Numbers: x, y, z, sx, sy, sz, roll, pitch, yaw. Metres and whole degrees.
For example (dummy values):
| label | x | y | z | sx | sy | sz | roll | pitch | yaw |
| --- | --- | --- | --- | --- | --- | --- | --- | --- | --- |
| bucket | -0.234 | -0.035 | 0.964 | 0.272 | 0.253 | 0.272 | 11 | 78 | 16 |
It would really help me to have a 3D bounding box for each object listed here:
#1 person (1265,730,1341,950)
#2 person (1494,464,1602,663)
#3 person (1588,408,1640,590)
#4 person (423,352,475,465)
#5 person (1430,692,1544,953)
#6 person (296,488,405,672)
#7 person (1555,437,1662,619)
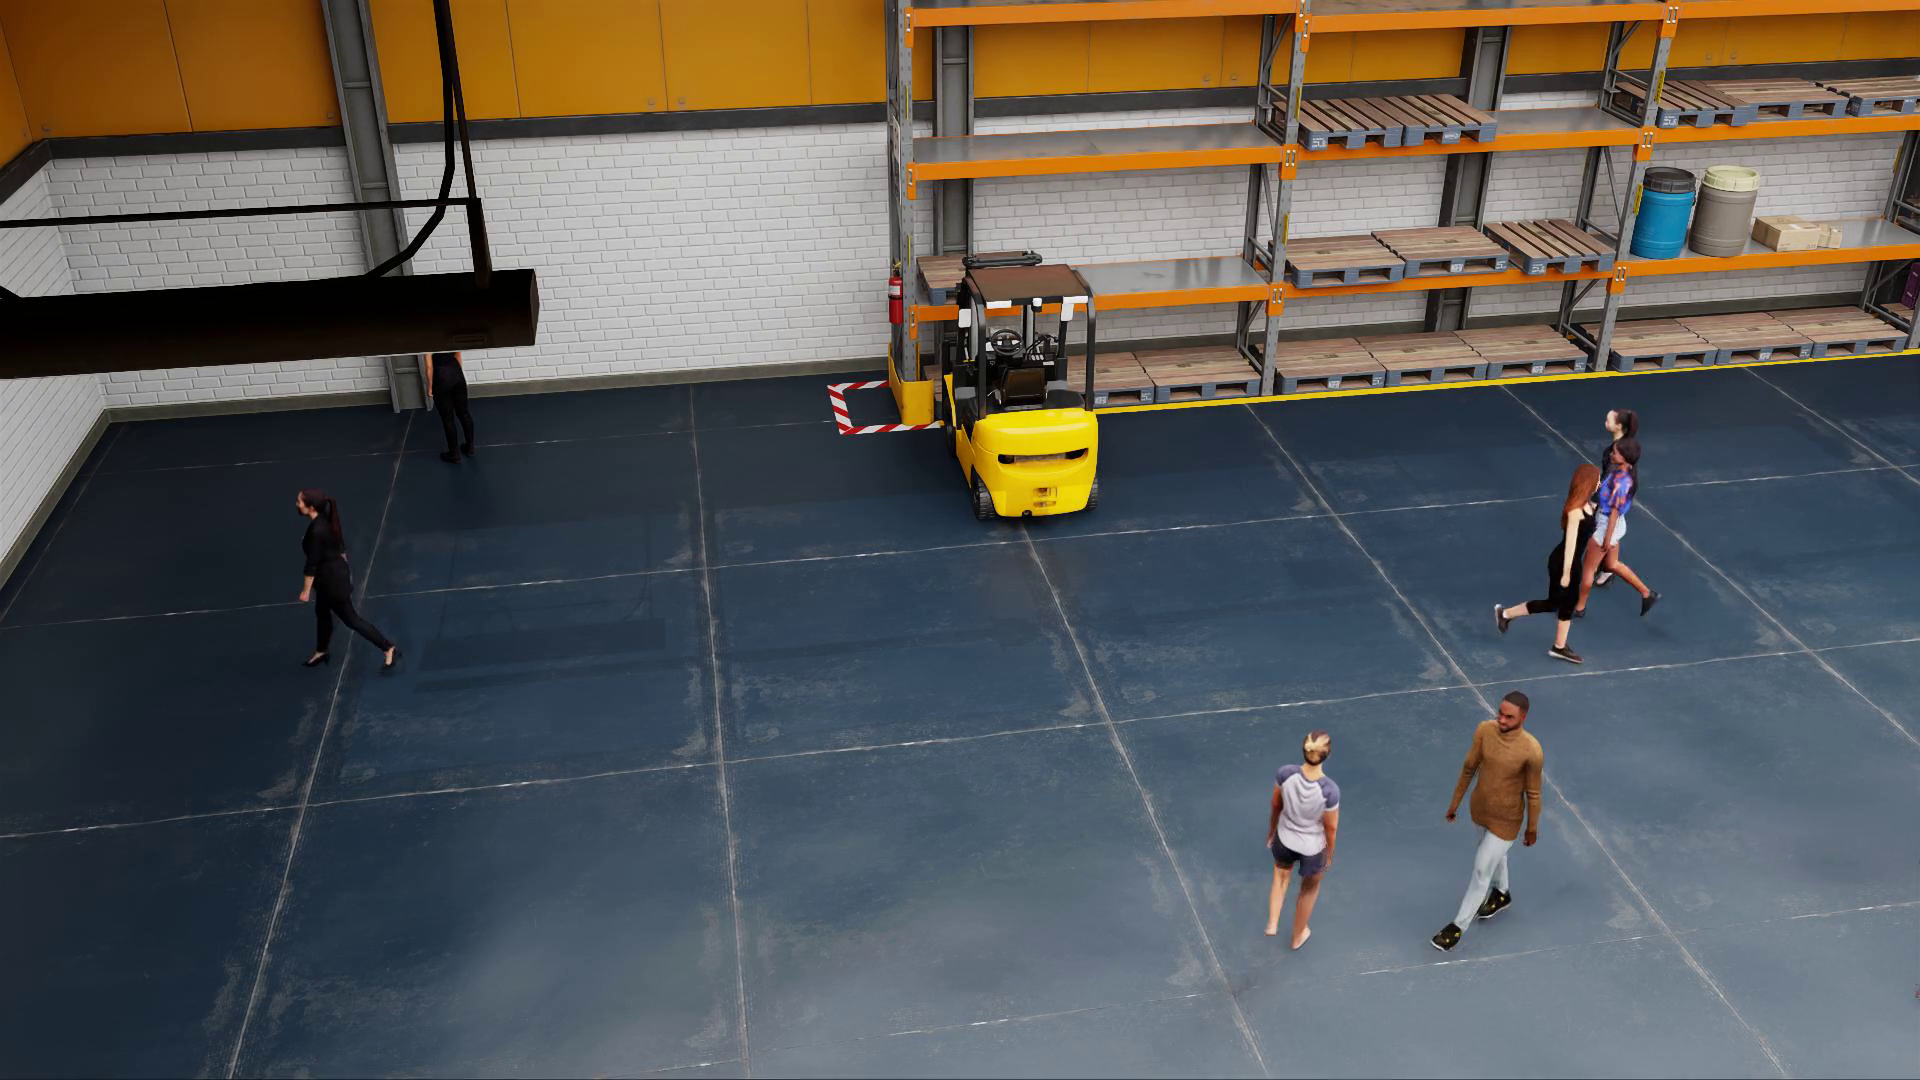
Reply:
| label | x | y | z | sx | sy | sz | roll | pitch | yaw |
| --- | --- | --- | --- | --- | --- | --- | --- | --- | --- |
| person | 2.095 | 1.919 | 10.340 | 0.714 | 1.608 | 0.777 | 16 | 32 | 27 |
| person | 4.801 | 0.181 | 13.427 | 1.060 | 1.703 | 0.976 | 17 | 33 | 29 |
| person | 5.707 | -0.335 | 14.378 | 0.756 | 1.697 | 0.722 | 11 | 30 | 18 |
| person | -5.148 | -1.588 | 16.686 | 0.739 | 1.687 | 0.664 | 23 | 36 | 35 |
| person | 3.452 | 1.710 | 10.542 | 1.231 | 1.780 | 0.995 | -20 | 34 | -32 |
| person | -4.878 | 0.363 | 13.179 | 1.098 | 1.621 | 0.683 | -2 | 29 | -3 |
| person | 5.492 | -0.051 | 13.832 | 1.122 | 1.722 | 0.955 | 12 | 31 | 21 |
